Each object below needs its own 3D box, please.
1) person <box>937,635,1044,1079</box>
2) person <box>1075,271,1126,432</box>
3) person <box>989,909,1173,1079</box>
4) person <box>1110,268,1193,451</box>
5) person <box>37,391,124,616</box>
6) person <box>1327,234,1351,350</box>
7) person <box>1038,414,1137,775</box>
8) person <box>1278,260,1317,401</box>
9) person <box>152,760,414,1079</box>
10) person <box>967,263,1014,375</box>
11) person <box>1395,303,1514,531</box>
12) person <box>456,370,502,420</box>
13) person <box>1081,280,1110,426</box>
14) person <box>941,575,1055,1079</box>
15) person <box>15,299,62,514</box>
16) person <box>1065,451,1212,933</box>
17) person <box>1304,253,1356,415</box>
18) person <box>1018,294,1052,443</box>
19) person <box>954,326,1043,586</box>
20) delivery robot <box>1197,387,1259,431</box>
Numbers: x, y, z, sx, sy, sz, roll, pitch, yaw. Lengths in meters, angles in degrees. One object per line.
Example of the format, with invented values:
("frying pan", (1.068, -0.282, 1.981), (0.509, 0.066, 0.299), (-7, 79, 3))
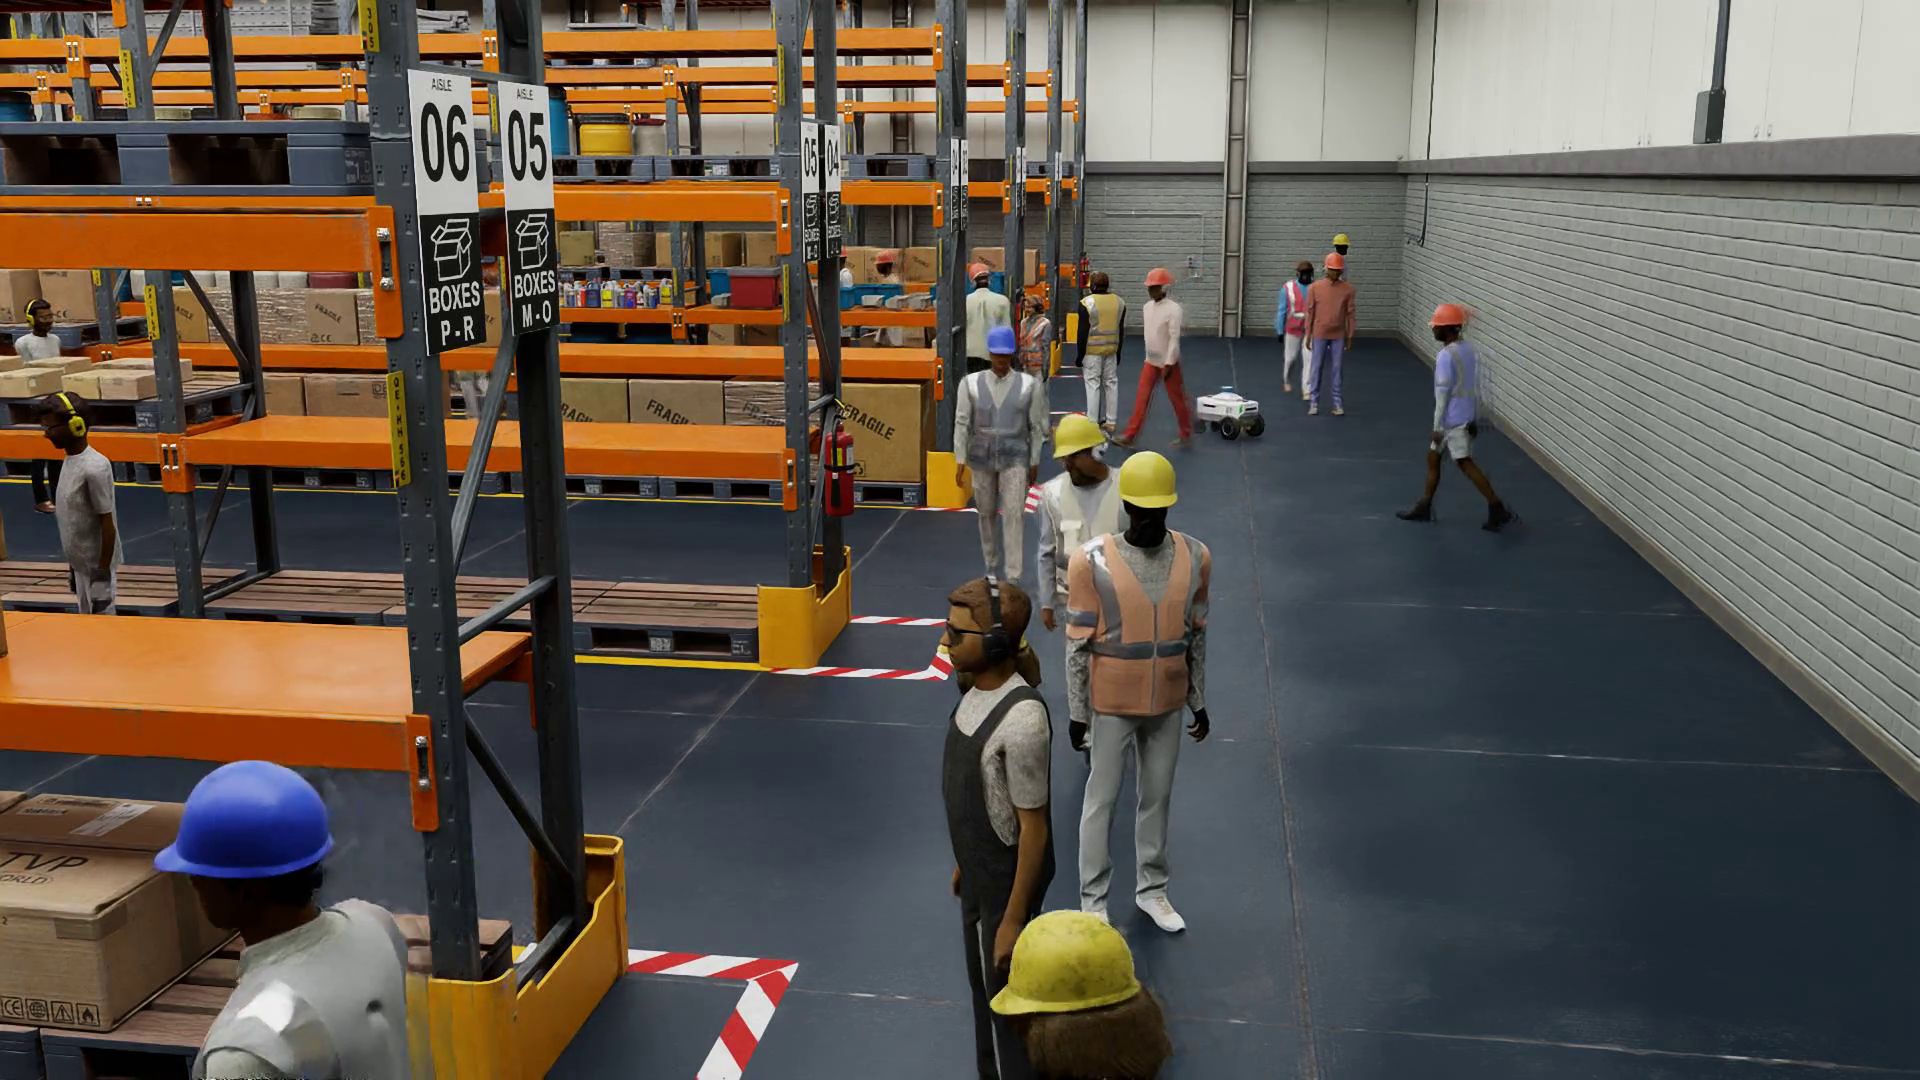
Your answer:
("person", (0.093, 1.016, 4.986), (0.322, 1.735, 0.485), (-1, 13, -2))
("person", (1.576, -2.133, 18.954), (0.624, 1.844, 0.430), (-7, 14, -28))
("person", (0.343, 1.471, 3.019), (0.587, 1.717, 0.513), (-6, 14, -26))
("person", (2.102, -1.910, 17.721), (1.027, 1.940, 0.663), (-8, 15, -33))
("person", (-4.481, 0.163, 8.544), (0.329, 1.865, 0.510), (-11, 17, -41))
("person", (6.321, -4.152, 27.872), (0.375, 1.929, 0.585), (1, 13, 5))
("person", (0.702, 0.275, 8.209), (0.666, 1.800, 0.430), (4, 13, 17))
("person", (4.481, -2.759, 21.842), (0.631, 1.826, 0.693), (1, 13, 3))
("person", (-1.244, 1.328, 3.110), (0.651, 1.928, 0.603), (2, 13, 7))
("person", (0.262, -2.079, 18.455), (0.692, 1.950, 0.684), (0, 12, 2))
("person", (4.193, -1.021, 13.851), (0.998, 1.894, 0.552), (9, 15, 34))
("person", (-5.646, -2.185, 19.261), (0.499, 1.810, 0.644), (10, 16, 38))
("person", (1.597, -2.184, 19.234), (0.595, 1.825, 0.403), (-11, 17, -41))
("person", (0.094, 0.999, 4.805), (0.346, 1.847, 0.506), (-3, 13, -15))
("person", (-7.975, -1.171, 14.550), (0.329, 1.871, 0.513), (2, 13, 9))
("person", (0.697, 0.605, 6.400), (0.591, 1.925, 0.385), (-4, 13, -17))
("person", (4.526, -2.514, 20.360), (0.623, 1.986, 0.412), (0, 12, 1))
("person", (0.831, -1.883, 18.310), (0.316, 1.631, 0.518), (-9, 15, -35))
("person", (0.264, -0.542, 11.641), (0.612, 1.891, 1.000), (1, 13, 5))
("delivery robot", (3.010, -1.482, 18.732), (0.477, 0.478, 0.707), (-10, 16, -38))
